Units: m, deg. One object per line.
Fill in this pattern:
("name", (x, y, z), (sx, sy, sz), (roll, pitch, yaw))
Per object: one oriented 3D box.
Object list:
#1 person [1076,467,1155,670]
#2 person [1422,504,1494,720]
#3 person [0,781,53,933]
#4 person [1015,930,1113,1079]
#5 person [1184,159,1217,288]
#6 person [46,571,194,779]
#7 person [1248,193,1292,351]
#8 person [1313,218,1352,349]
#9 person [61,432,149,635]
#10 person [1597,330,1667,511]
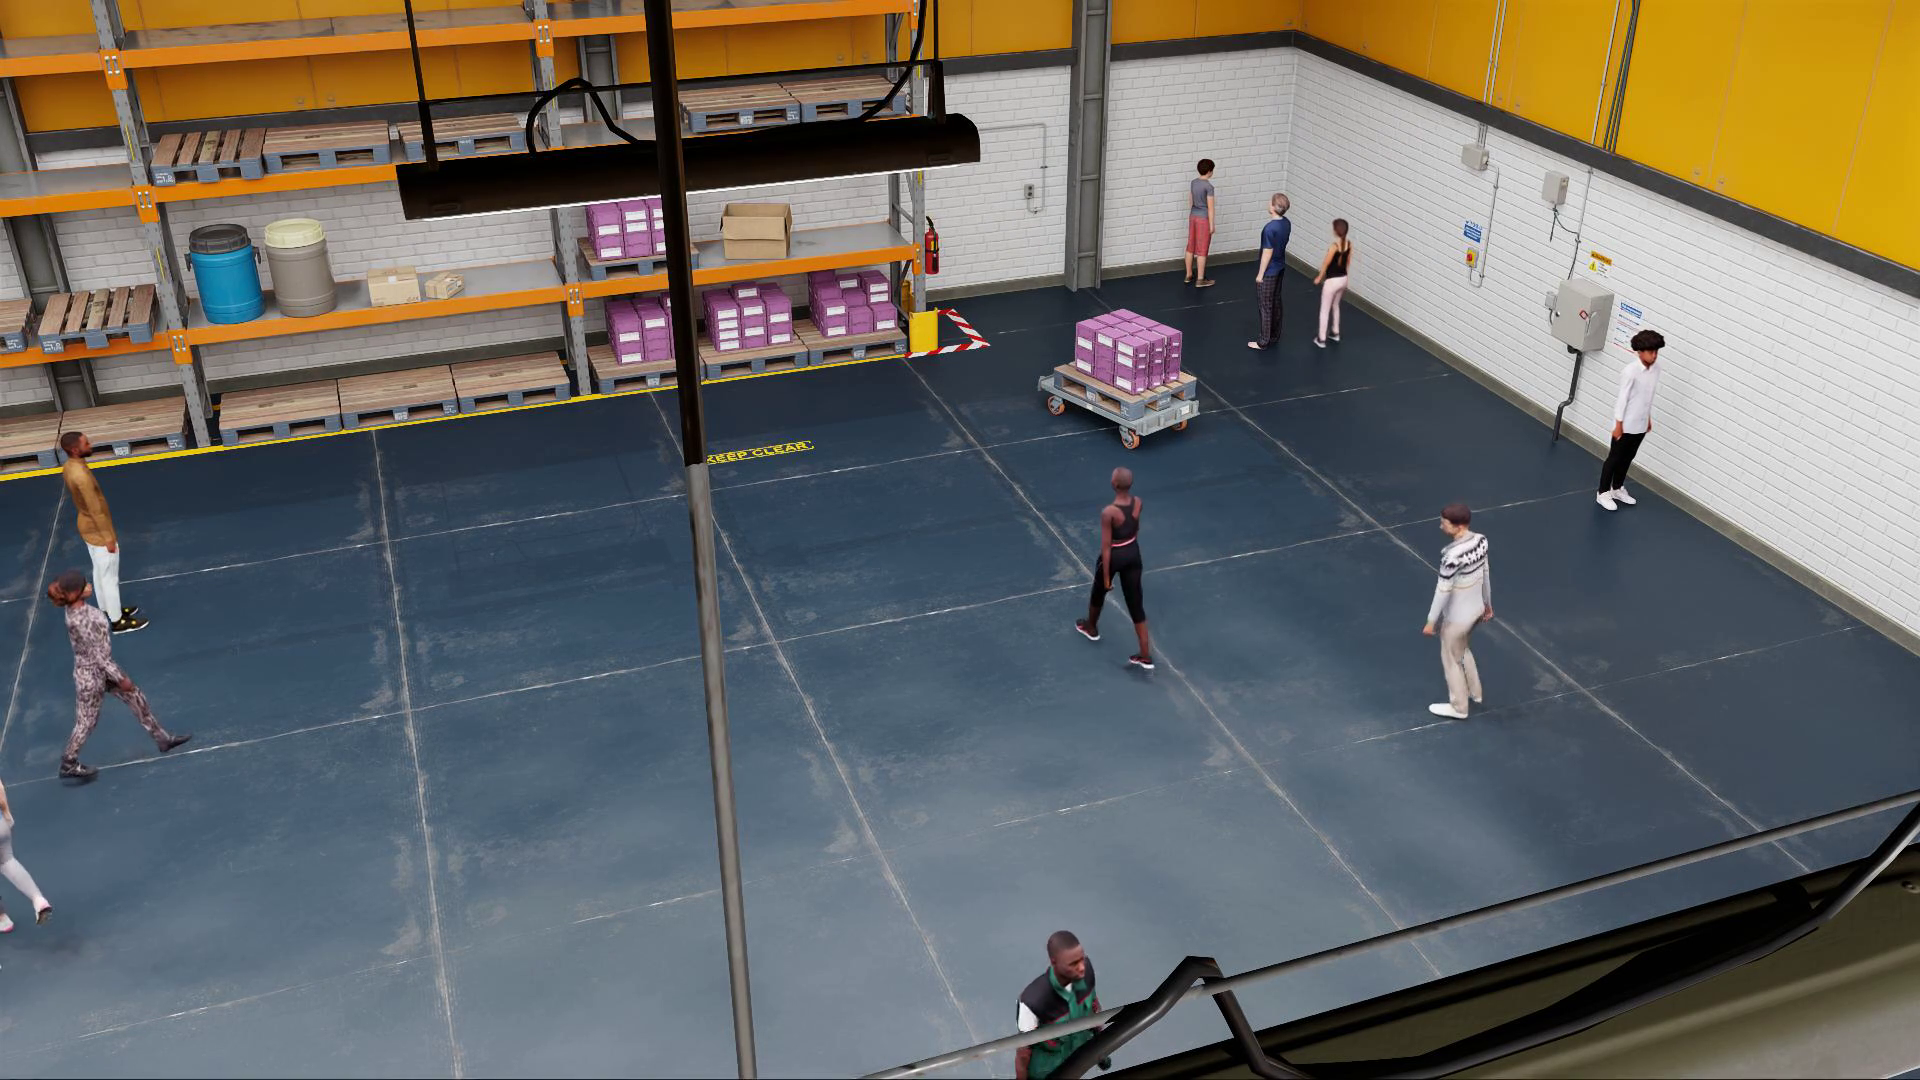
("person", (1.369, 0.253, 13.507), (1.179, 1.711, 0.800), (-16, 32, -26))
("person", (3.916, 0.567, 12.809), (0.785, 1.828, 0.902), (-18, 33, -30))
("person", (-6.217, 1.891, 10.625), (0.928, 1.596, 0.865), (12, 31, 21))
("person", (0.437, 2.744, 8.828), (0.981, 1.820, 0.951), (21, 35, 34))
("person", (3.121, -4.132, 21.609), (0.607, 1.651, 0.644), (-18, 34, -30))
("person", (-6.388, 1.030, 12.132), (1.155, 1.664, 0.609), (-12, 31, -21))
("person", (3.683, -3.181, 19.636), (0.799, 1.872, 0.676), (21, 35, 33))
("person", (4.430, -3.035, 19.696), (0.618, 1.557, 0.683), (-18, 33, -29))
("person", (-7.272, -0.077, 14.004), (0.659, 1.816, 0.712), (-23, 36, -35))
("person", (6.473, -1.174, 16.021), (0.520, 1.808, 0.714), (-15, 32, -25))
